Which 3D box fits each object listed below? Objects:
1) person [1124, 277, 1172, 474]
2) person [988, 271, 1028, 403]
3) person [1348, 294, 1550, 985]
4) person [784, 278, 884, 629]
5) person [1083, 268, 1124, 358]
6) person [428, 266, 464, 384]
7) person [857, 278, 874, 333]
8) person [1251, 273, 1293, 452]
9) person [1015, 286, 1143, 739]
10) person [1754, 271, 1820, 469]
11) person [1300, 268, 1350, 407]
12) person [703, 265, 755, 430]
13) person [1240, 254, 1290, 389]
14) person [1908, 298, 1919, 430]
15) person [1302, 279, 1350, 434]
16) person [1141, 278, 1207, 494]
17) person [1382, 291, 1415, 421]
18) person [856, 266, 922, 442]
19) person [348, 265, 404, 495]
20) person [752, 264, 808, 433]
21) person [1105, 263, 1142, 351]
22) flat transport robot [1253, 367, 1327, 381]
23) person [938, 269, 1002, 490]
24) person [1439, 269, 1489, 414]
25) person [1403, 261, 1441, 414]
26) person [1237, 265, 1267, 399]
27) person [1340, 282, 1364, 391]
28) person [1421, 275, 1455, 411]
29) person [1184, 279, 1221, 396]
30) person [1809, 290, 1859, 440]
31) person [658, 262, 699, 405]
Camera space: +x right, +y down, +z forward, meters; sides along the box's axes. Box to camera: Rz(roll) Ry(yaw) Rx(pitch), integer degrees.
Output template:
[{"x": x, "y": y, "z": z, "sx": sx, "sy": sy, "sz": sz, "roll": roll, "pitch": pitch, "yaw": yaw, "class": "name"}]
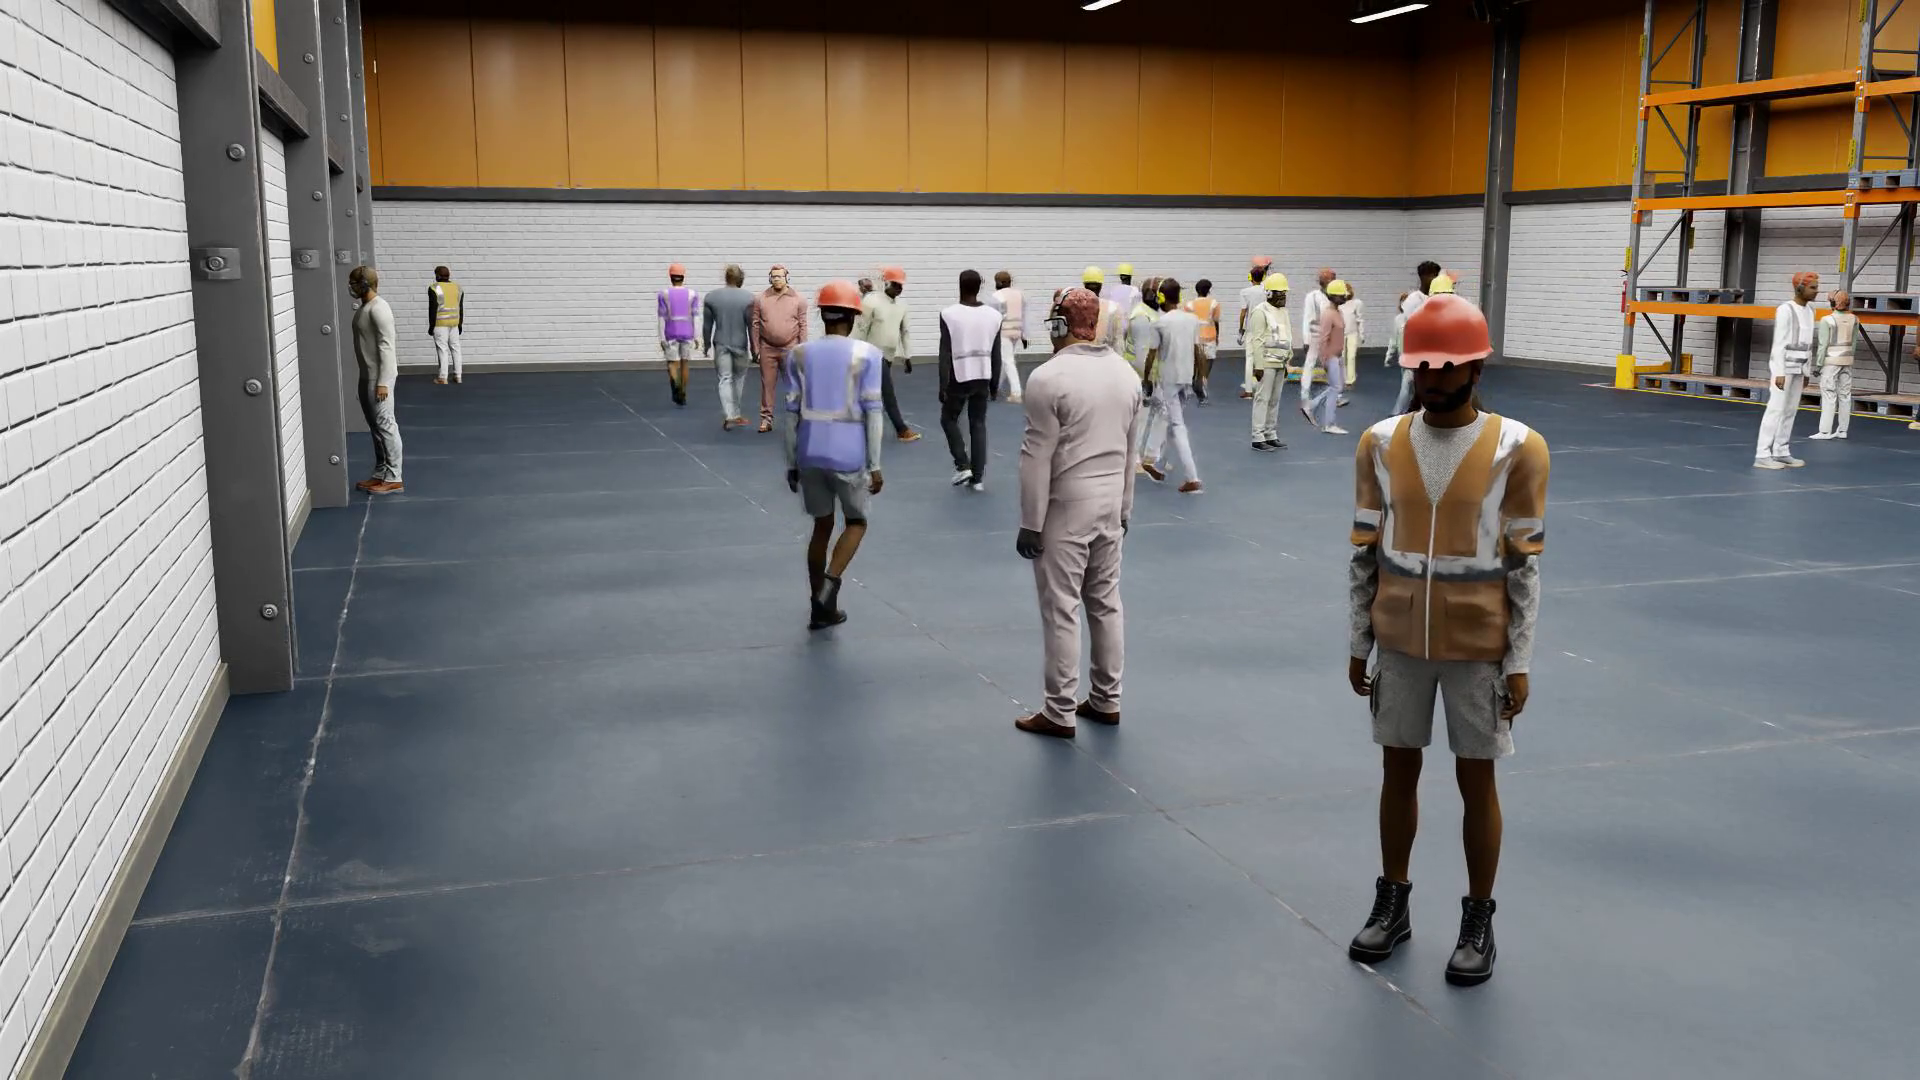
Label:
[{"x": 1.778, "y": -1.509, "z": 15.356, "sx": 0.569, "sy": 1.819, "sz": 0.656, "roll": 4, "pitch": 11, "yaw": 22, "class": "person"}, {"x": 0.580, "y": -2.798, "z": 22.933, "sx": 0.644, "sy": 1.782, "sz": 0.968, "roll": -9, "pitch": 13, "yaw": -41, "class": "person"}, {"x": 1.339, "y": 0.283, "z": 4.675, "sx": 0.541, "sy": 1.932, "sz": 0.382, "roll": 6, "pitch": 11, "yaw": 31, "class": "person"}, {"x": -0.679, "y": -0.447, "z": 8.953, "sx": 0.592, "sy": 1.909, "sz": 0.589, "roll": 4, "pitch": 11, "yaw": 22, "class": "person"}, {"x": 1.323, "y": -1.787, "z": 16.770, "sx": 0.617, "sy": 1.880, "sz": 0.944, "roll": 0, "pitch": 10, "yaw": 1, "class": "person"}, {"x": -8.057, "y": -3.359, "z": 26.011, "sx": 0.429, "sy": 1.840, "sz": 0.636, "roll": 7, "pitch": 12, "yaw": 35, "class": "person"}, {"x": -1.505, "y": -3.414, "z": 26.929, "sx": 0.319, "sy": 1.629, "sz": 0.519, "roll": -5, "pitch": 11, "yaw": -28, "class": "person"}, {"x": 3.228, "y": -1.829, "z": 17.173, "sx": 0.404, "sy": 1.829, "sz": 0.600, "roll": 8, "pitch": 12, "yaw": 38, "class": "person"}, {"x": 0.483, "y": -0.119, "z": 7.090, "sx": 0.640, "sy": 1.902, "sz": 0.402, "roll": -9, "pitch": 14, "yaw": -43, "class": "person"}, {"x": 7.885, "y": -1.602, "z": 15.783, "sx": 0.584, "sy": 1.870, "sz": 0.389, "roll": -7, "pitch": 12, "yaw": -34, "class": "person"}, {"x": 4.817, "y": -2.659, "z": 22.002, "sx": 0.599, "sy": 1.830, "sz": 0.905, "roll": -4, "pitch": 11, "yaw": -23, "class": "person"}, {"x": -2.663, "y": -2.228, "z": 19.285, "sx": 0.697, "sy": 1.900, "sz": 0.695, "roll": 0, "pitch": 10, "yaw": 2, "class": "person"}, {"x": 4.568, "y": -3.253, "z": 24.861, "sx": 0.649, "sy": 2.024, "sz": 0.620, "roll": 3, "pitch": 10, "yaw": 16, "class": "person"}, {"x": 11.300, "y": -2.275, "z": 19.155, "sx": 0.684, "sy": 2.000, "sz": 0.538, "roll": 0, "pitch": 10, "yaw": 1, "class": "person"}, {"x": 4.171, "y": -2.070, "z": 18.812, "sx": 0.478, "sy": 1.747, "sz": 0.533, "roll": 5, "pitch": 11, "yaw": 27, "class": "person"}, {"x": 1.798, "y": -1.331, "z": 14.336, "sx": 0.532, "sy": 1.814, "sz": 0.978, "roll": -6, "pitch": 11, "yaw": -29, "class": "person"}, {"x": 5.317, "y": -2.164, "z": 19.816, "sx": 0.842, "sy": 1.587, "sz": 0.504, "roll": -5, "pitch": 11, "yaw": -27, "class": "person"}, {"x": -0.870, "y": -2.040, "z": 18.221, "sx": 1.105, "sy": 1.909, "sz": 0.621, "roll": 8, "pitch": 13, "yaw": 40, "class": "person"}, {"x": -4.966, "y": -1.356, "z": 14.135, "sx": 0.355, "sy": 1.936, "sz": 0.633, "roll": -6, "pitch": 12, "yaw": -33, "class": "person"}, {"x": -2.054, "y": -2.169, "z": 18.923, "sx": 0.636, "sy": 1.911, "sz": 0.406, "roll": 0, "pitch": 10, "yaw": 0, "class": "person"}, {"x": 2.406, "y": -3.171, "z": 24.791, "sx": 0.608, "sy": 1.893, "sz": 0.949, "roll": 4, "pitch": 11, "yaw": 24, "class": "person"}, {"x": 5.365, "y": -2.606, "z": 26.190, "sx": 1.431, "sy": 0.197, "sz": 0.652, "roll": 3, "pitch": 10, "yaw": 17, "class": "flat transport robot"}, {"x": 0.077, "y": -1.376, "z": 14.355, "sx": 0.613, "sy": 1.899, "sz": 0.481, "roll": -4, "pitch": 11, "yaw": -24, "class": "person"}, {"x": 5.600, "y": -2.112, "z": 18.739, "sx": 0.979, "sy": 1.881, "sz": 0.569, "roll": 3, "pitch": 10, "yaw": 16, "class": "person"}, {"x": 5.062, "y": -2.059, "z": 18.141, "sx": 0.419, "sy": 1.954, "sz": 0.632, "roll": 8, "pitch": 12, "yaw": 38, "class": "person"}, {"x": 4.146, "y": -2.914, "z": 23.347, "sx": 0.519, "sy": 1.873, "sz": 0.328, "roll": -1, "pitch": 10, "yaw": -6, "class": "person"}, {"x": 5.686, "y": -2.993, "z": 24.556, "sx": 0.518, "sy": 1.598, "sz": 0.732, "roll": 4, "pitch": 11, "yaw": 24, "class": "person"}, {"x": 4.912, "y": -1.808, "z": 17.096, "sx": 0.615, "sy": 1.813, "sz": 0.437, "roll": -4, "pitch": 10, "yaw": -20, "class": "person"}, {"x": 3.401, "y": -2.848, "z": 23.490, "sx": 0.557, "sy": 1.678, "sz": 0.545, "roll": 2, "pitch": 10, "yaw": 10, "class": "person"}, {"x": 9.555, "y": -1.903, "z": 18.157, "sx": 0.513, "sy": 1.642, "sz": 0.313, "roll": -3, "pitch": 10, "yaw": -17, "class": "person"}, {"x": -3.757, "y": -2.752, "z": 22.263, "sx": 0.551, "sy": 1.922, "sz": 0.515, "roll": -3, "pitch": 10, "yaw": -15, "class": "person"}]
